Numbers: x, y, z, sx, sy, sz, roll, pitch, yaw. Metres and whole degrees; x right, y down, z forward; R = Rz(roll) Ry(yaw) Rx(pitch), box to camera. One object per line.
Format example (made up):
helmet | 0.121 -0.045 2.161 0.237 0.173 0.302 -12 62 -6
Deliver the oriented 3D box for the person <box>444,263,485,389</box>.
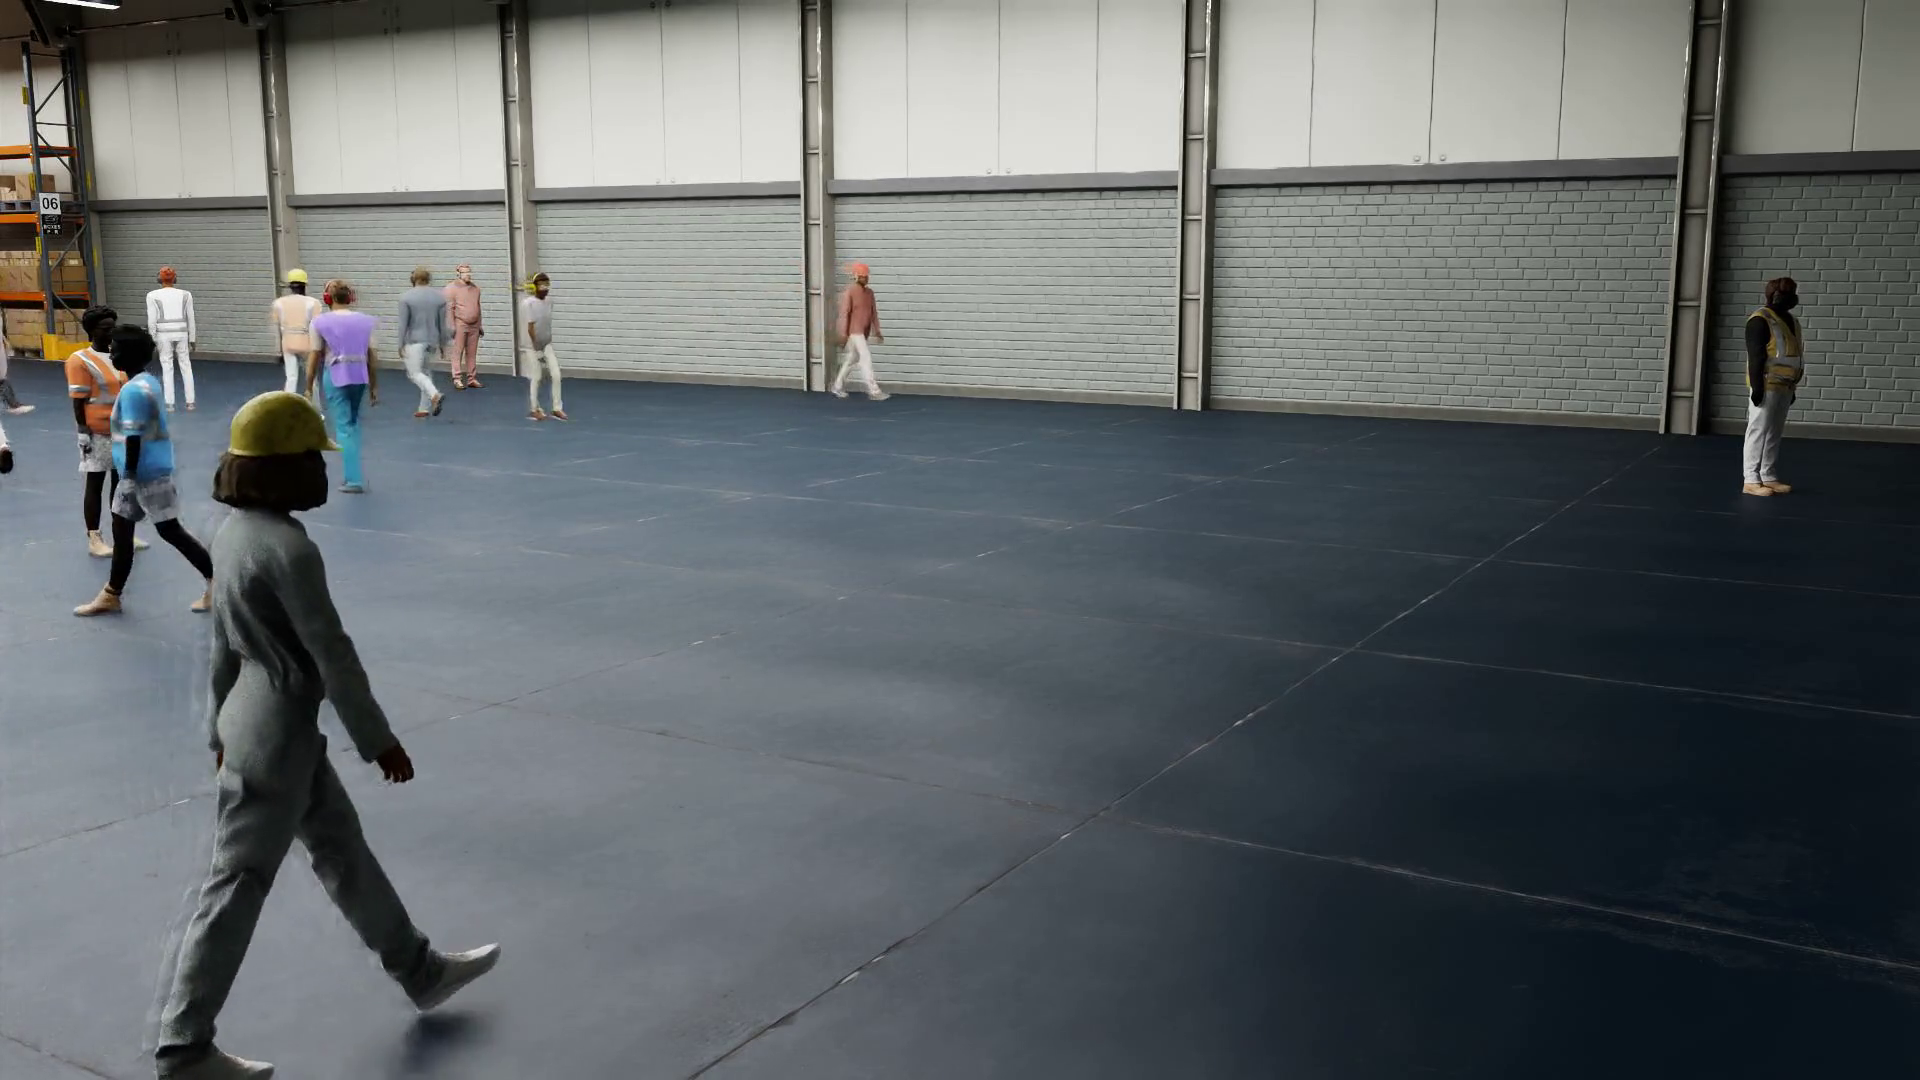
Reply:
person | -7.540 -3.259 25.410 0.401 1.910 0.642 7 12 34

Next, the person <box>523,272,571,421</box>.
person | -5.105 -2.345 20.277 0.735 1.817 0.526 8 12 38

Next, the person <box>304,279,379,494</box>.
person | -5.348 -1.311 14.273 0.708 1.822 0.568 7 12 35

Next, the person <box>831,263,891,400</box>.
person | -1.456 -2.953 23.555 1.067 1.944 0.605 5 11 29

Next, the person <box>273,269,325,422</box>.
person | -7.854 -2.272 19.743 0.597 1.887 0.998 -1 10 -4

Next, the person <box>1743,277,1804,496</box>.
person | 6.918 -1.301 14.134 0.625 1.847 0.429 -7 12 -37

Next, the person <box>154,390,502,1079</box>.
person | -1.602 0.484 4.117 0.908 1.695 0.486 -6 12 -33

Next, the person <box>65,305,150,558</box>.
person | -5.768 -0.739 11.264 0.316 1.697 0.542 3 10 16

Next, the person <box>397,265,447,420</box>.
person | -6.547 -2.409 20.417 0.699 1.914 0.642 8 12 39

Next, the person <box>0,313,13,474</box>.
person | -8.941 -1.479 15.025 0.475 1.891 0.675 5 11 27

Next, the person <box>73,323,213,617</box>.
person | -4.551 -0.389 9.343 0.852 1.655 0.536 -4 10 -21

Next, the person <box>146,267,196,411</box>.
person | -10.322 -2.629 21.797 0.584 1.878 0.337 -8 13 -41

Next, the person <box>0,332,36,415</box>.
person | -12.373 -2.474 21.149 0.970 1.800 0.510 -2 10 -10
